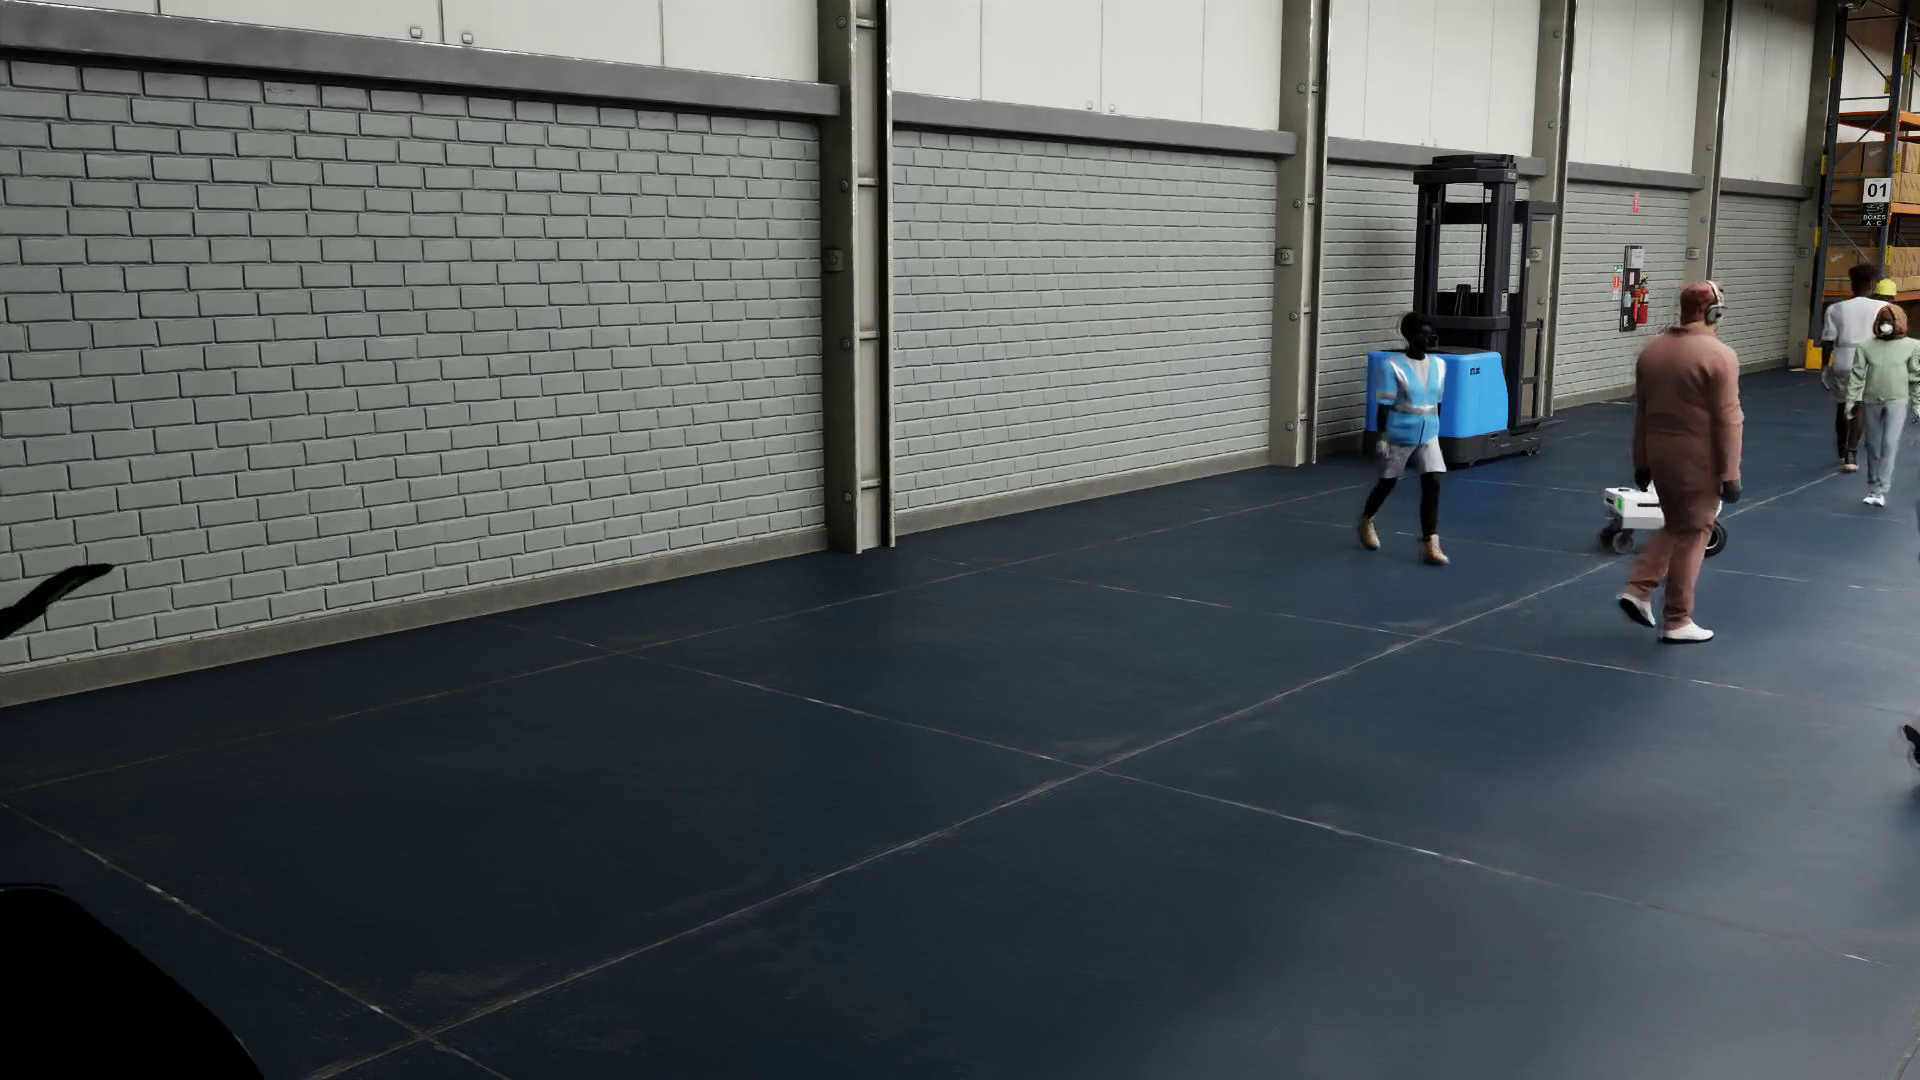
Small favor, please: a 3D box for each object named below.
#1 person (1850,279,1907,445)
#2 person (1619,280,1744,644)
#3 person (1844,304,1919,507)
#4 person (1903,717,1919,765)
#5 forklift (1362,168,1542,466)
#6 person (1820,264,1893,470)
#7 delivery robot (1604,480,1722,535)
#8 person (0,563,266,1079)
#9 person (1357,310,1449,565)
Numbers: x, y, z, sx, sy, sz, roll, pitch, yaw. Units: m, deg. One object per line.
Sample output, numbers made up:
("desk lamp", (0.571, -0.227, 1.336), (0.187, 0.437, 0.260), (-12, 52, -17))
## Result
("person", (9.592, -1.873, 17.467), (0.543, 1.737, 0.711), (3, 10, 18))
("person", (3.814, -0.399, 8.676), (0.421, 1.894, 0.644), (-3, 10, -15))
("person", (7.300, -1.053, 13.201), (0.521, 1.602, 0.770), (10, 14, 43))
("person", (4.029, -0.030, 6.486), (0.881, 1.924, 0.621), (-4, 11, -21))
("forklift", (4.875, -2.212, 16.287), (1.129, 2.768, 1.873), (8, 13, 40))
("person", (8.442, -1.630, 15.650), (0.612, 1.908, 1.049), (7, 12, 33))
("delivery robot", (4.797, -0.233, 11.370), (0.707, 0.478, 0.477), (1, 10, 5))
("person", (-0.569, 0.889, 1.031), (0.609, 1.993, 0.384), (8, 13, 40))
("person", (2.960, -0.708, 11.093), (0.530, 1.656, 0.841), (-3, 10, -16))
